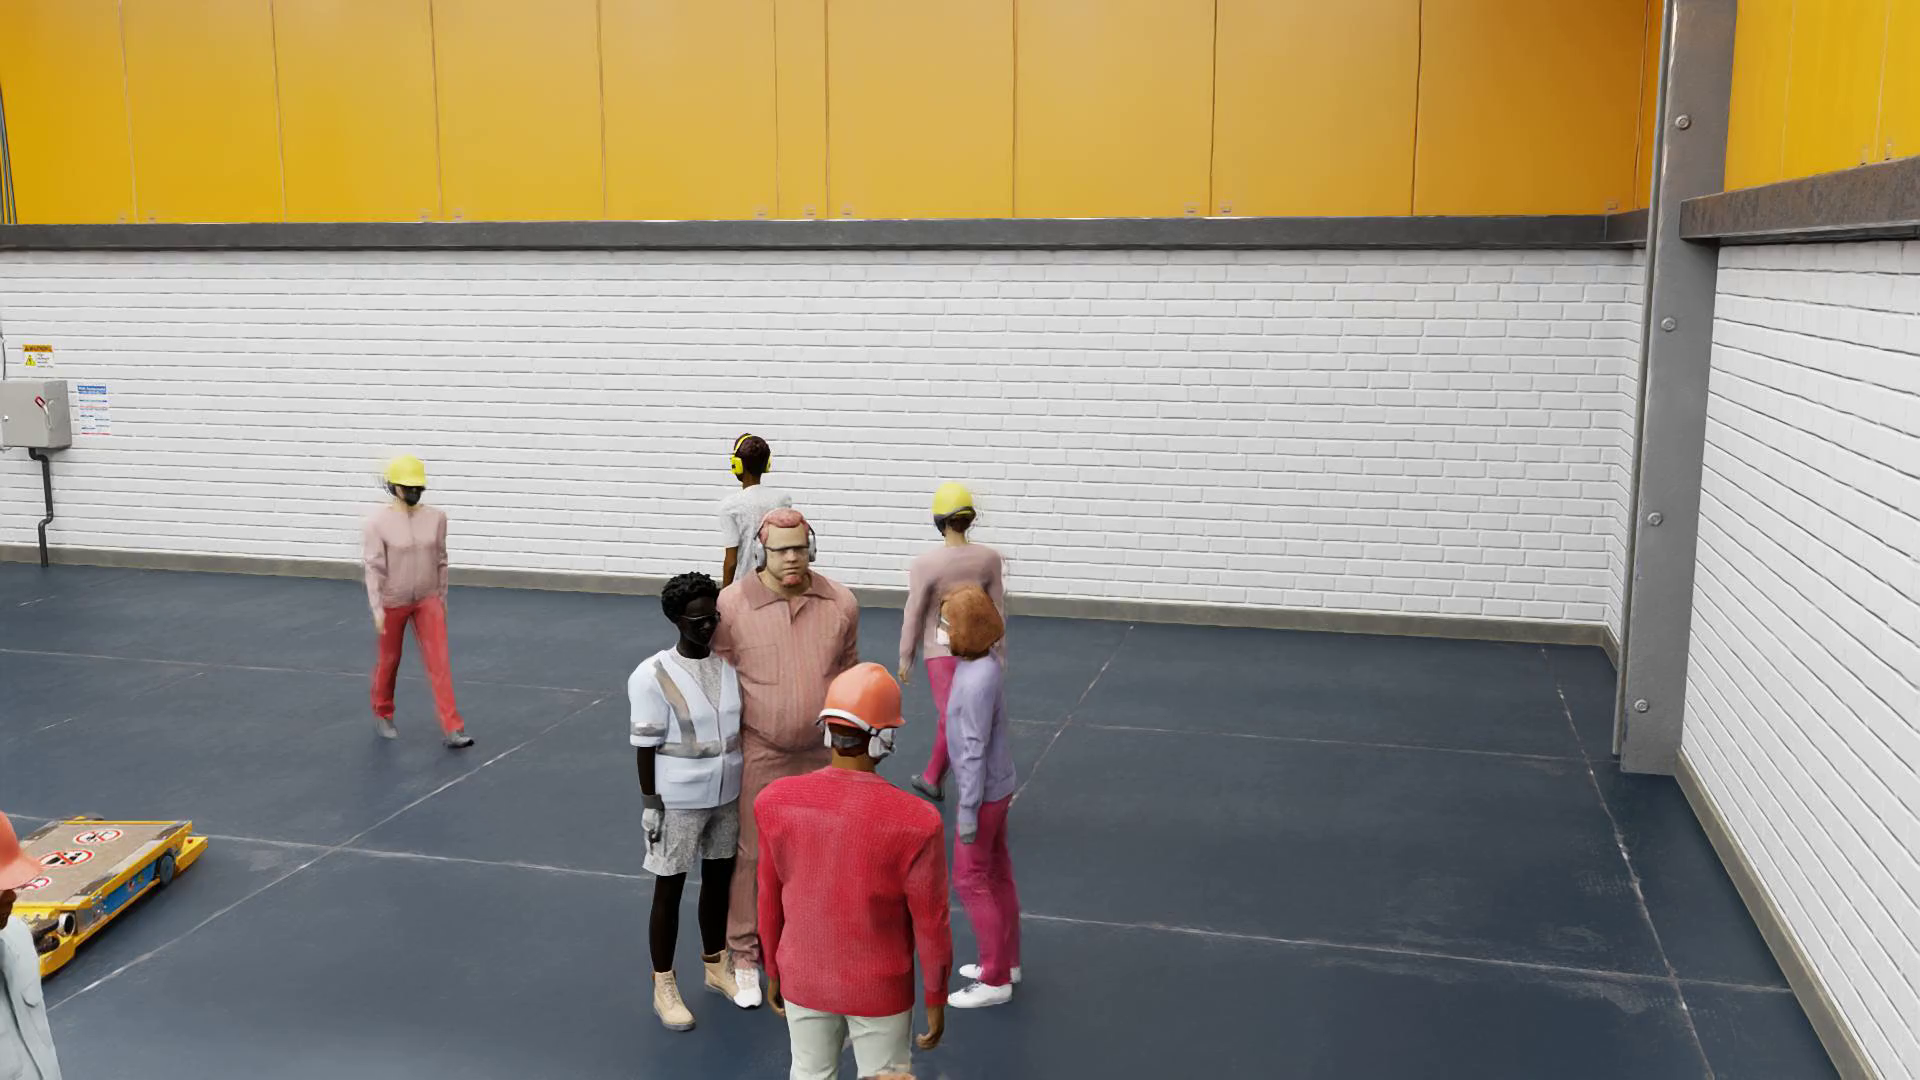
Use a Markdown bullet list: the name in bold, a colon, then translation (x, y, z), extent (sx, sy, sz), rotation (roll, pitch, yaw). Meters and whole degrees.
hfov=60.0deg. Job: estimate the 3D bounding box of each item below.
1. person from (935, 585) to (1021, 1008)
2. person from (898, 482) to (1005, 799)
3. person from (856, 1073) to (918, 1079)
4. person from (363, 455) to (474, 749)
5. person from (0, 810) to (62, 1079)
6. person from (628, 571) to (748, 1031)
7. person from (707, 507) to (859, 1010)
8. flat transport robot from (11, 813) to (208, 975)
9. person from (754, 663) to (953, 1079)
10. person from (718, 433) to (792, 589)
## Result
- **person**: translation (0.072, 0.968, 6.324), extent (0.336, 1.624, 0.509), rotation (1, 10, 4)
- **person**: translation (-0.037, 0.567, 8.383), extent (0.541, 1.723, 0.903), rotation (-6, 12, -33)
- **person**: translation (-0.119, 1.600, 2.671), extent (0.877, 1.588, 0.537), rotation (-8, 12, -38)
- **person**: translation (-3.179, 0.361, 9.622), extent (0.528, 1.715, 0.918), rotation (-9, 13, -41)
- **person**: translation (-2.038, 1.379, 3.497), extent (0.331, 1.750, 0.572), rotation (-1, 10, -4)
- **person**: translation (-0.978, 0.950, 6.192), extent (0.315, 1.696, 0.541), rotation (9, 13, 42)
- **person**: translation (-0.655, 0.819, 6.348), extent (0.644, 1.907, 0.399), rotation (-5, 11, -25)
- **flat transport robot**: translation (-3.891, 1.494, 7.177), extent (0.652, 0.197, 1.431), rotation (0, 10, 0)
- **person**: translation (-0.284, 1.197, 4.616), extent (0.573, 1.738, 0.352), rotation (3, 10, 17)
- **person**: translation (-1.157, 0.336, 9.295), extent (0.317, 1.870, 0.531), rotation (9, 13, 42)
